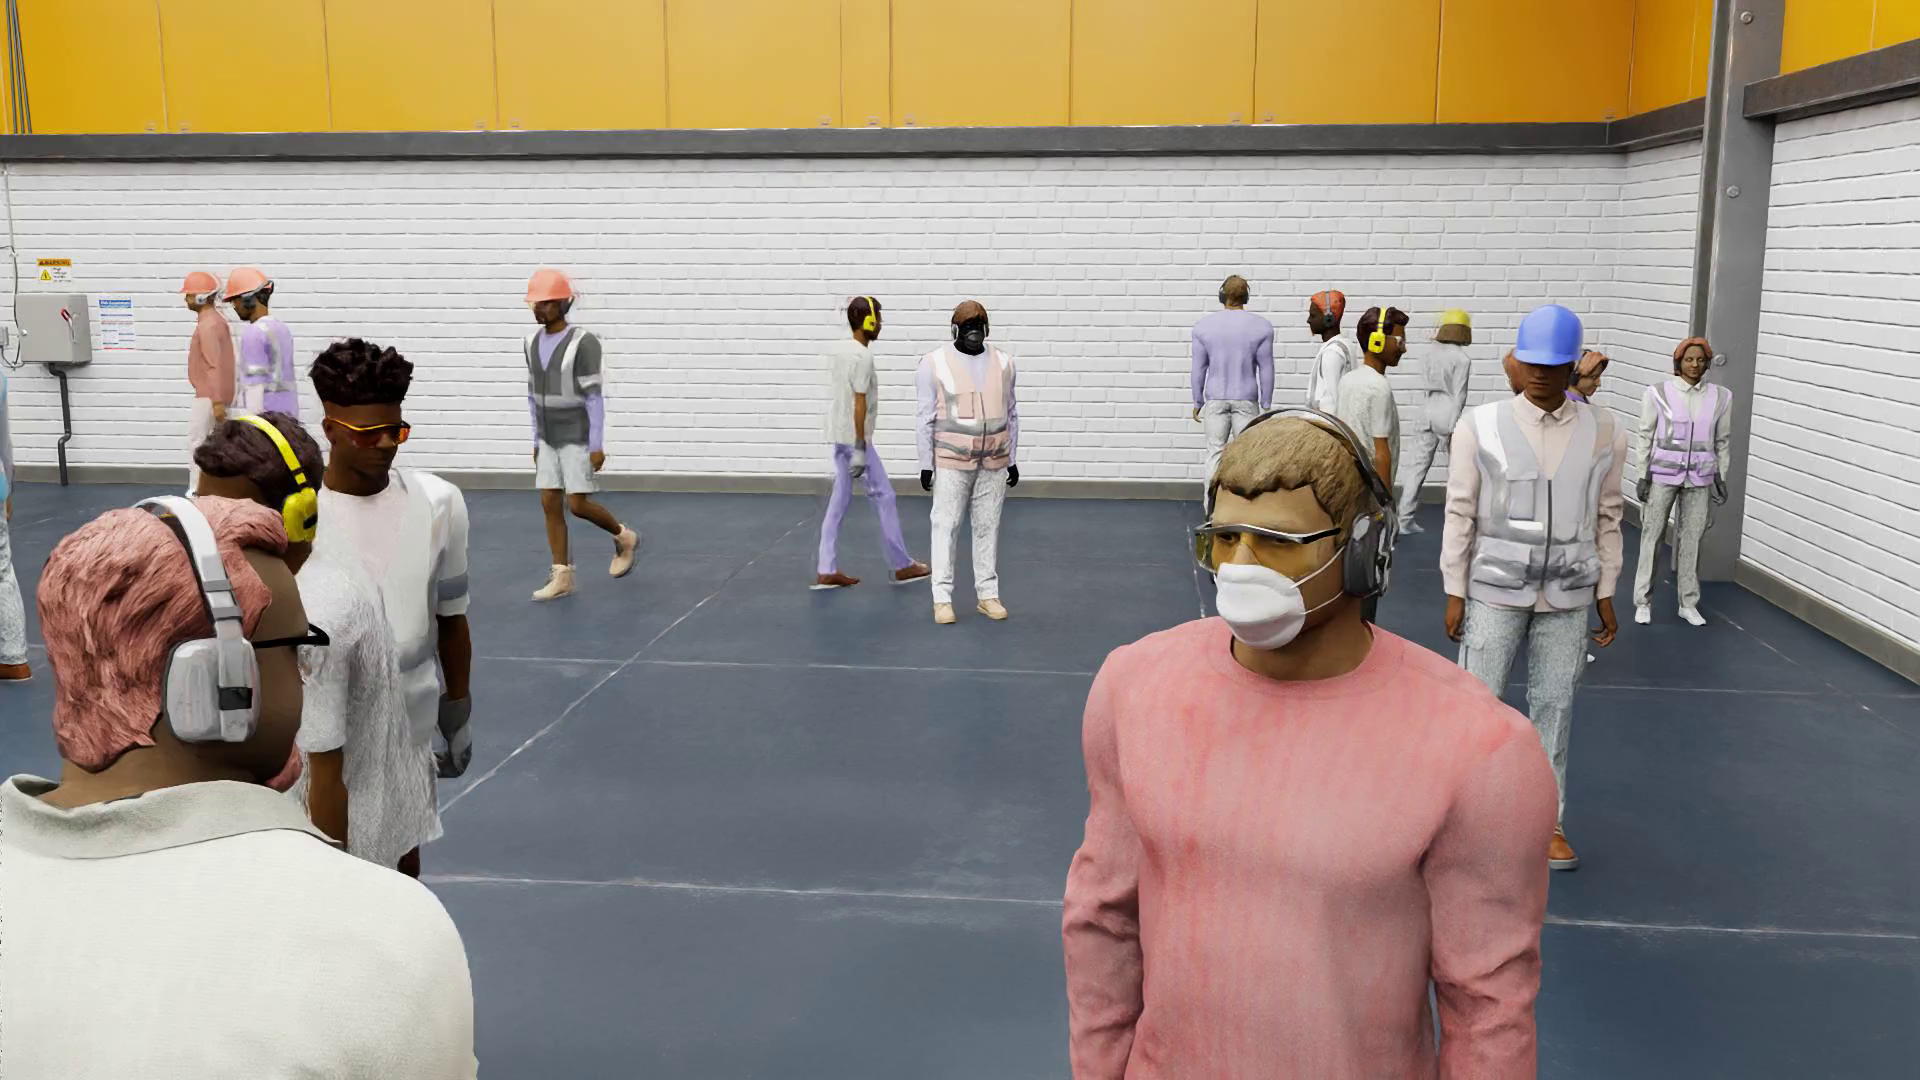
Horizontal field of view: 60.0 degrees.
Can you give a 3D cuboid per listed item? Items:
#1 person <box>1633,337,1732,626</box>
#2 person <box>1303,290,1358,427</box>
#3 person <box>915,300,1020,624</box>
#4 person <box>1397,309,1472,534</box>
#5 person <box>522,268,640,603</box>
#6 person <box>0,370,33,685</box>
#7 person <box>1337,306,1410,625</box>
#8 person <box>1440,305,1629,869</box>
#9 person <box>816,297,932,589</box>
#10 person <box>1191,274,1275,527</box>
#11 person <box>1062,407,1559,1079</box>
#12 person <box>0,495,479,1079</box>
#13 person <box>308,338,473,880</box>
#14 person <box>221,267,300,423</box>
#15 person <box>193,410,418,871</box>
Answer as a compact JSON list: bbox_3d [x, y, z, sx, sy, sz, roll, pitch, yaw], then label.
[{"bbox_3d":[4.088,-0.328,9.433,0.512,1.642,0.311,1,10,7],"label":"person"},{"bbox_3d":[2.322,-0.621,10.440,0.344,1.879,0.577,4,11,21],"label":"person"},{"bbox_3d":[0.058,-0.445,9.528,0.636,1.842,0.429,-4,11,-21],"label":"person"},{"bbox_3d":[3.659,-0.881,12.473,0.870,1.684,0.488,-5,11,-29],"label":"person"},{"bbox_3d":[-2.344,-0.649,10.182,0.618,2.022,0.708,7,12,34],"label":"person"},{"bbox_3d":[-4.789,-0.212,7.923,0.422,1.938,0.605,4,11,22],"label":"person"},{"bbox_3d":[1.935,-0.164,7.864,0.331,1.865,0.519,-2,10,-10],"label":"person"},{"bbox_3d":[1.956,0.173,5.693,0.608,1.943,0.402,1,10,4],"label":"person"},{"bbox_3d":[-0.541,-0.608,10.504,0.888,1.826,0.546,-5,11,-27],"label":"person"},{"bbox_3d":[2.082,-1.051,12.720,0.635,1.939,0.361,3,10,15],"label":"person"},{"bbox_3d":[0.406,0.796,2.145,0.628,1.940,0.373,6,12,32],"label":"person"},{"bbox_3d":[-0.709,0.903,1.641,0.642,1.905,0.401,2,10,12],"label":"person"},{"bbox_3d":[-1.557,0.442,4.207,0.863,1.931,0.624,10,14,44],"label":"person"},{"bbox_3d":[-4.513,-0.749,10.774,0.436,2.022,0.626,-1,10,-6],"label":"person"},{"bbox_3d":[-1.241,0.653,3.277,0.452,1.833,0.538,-7,12,-35],"label":"person"}]
